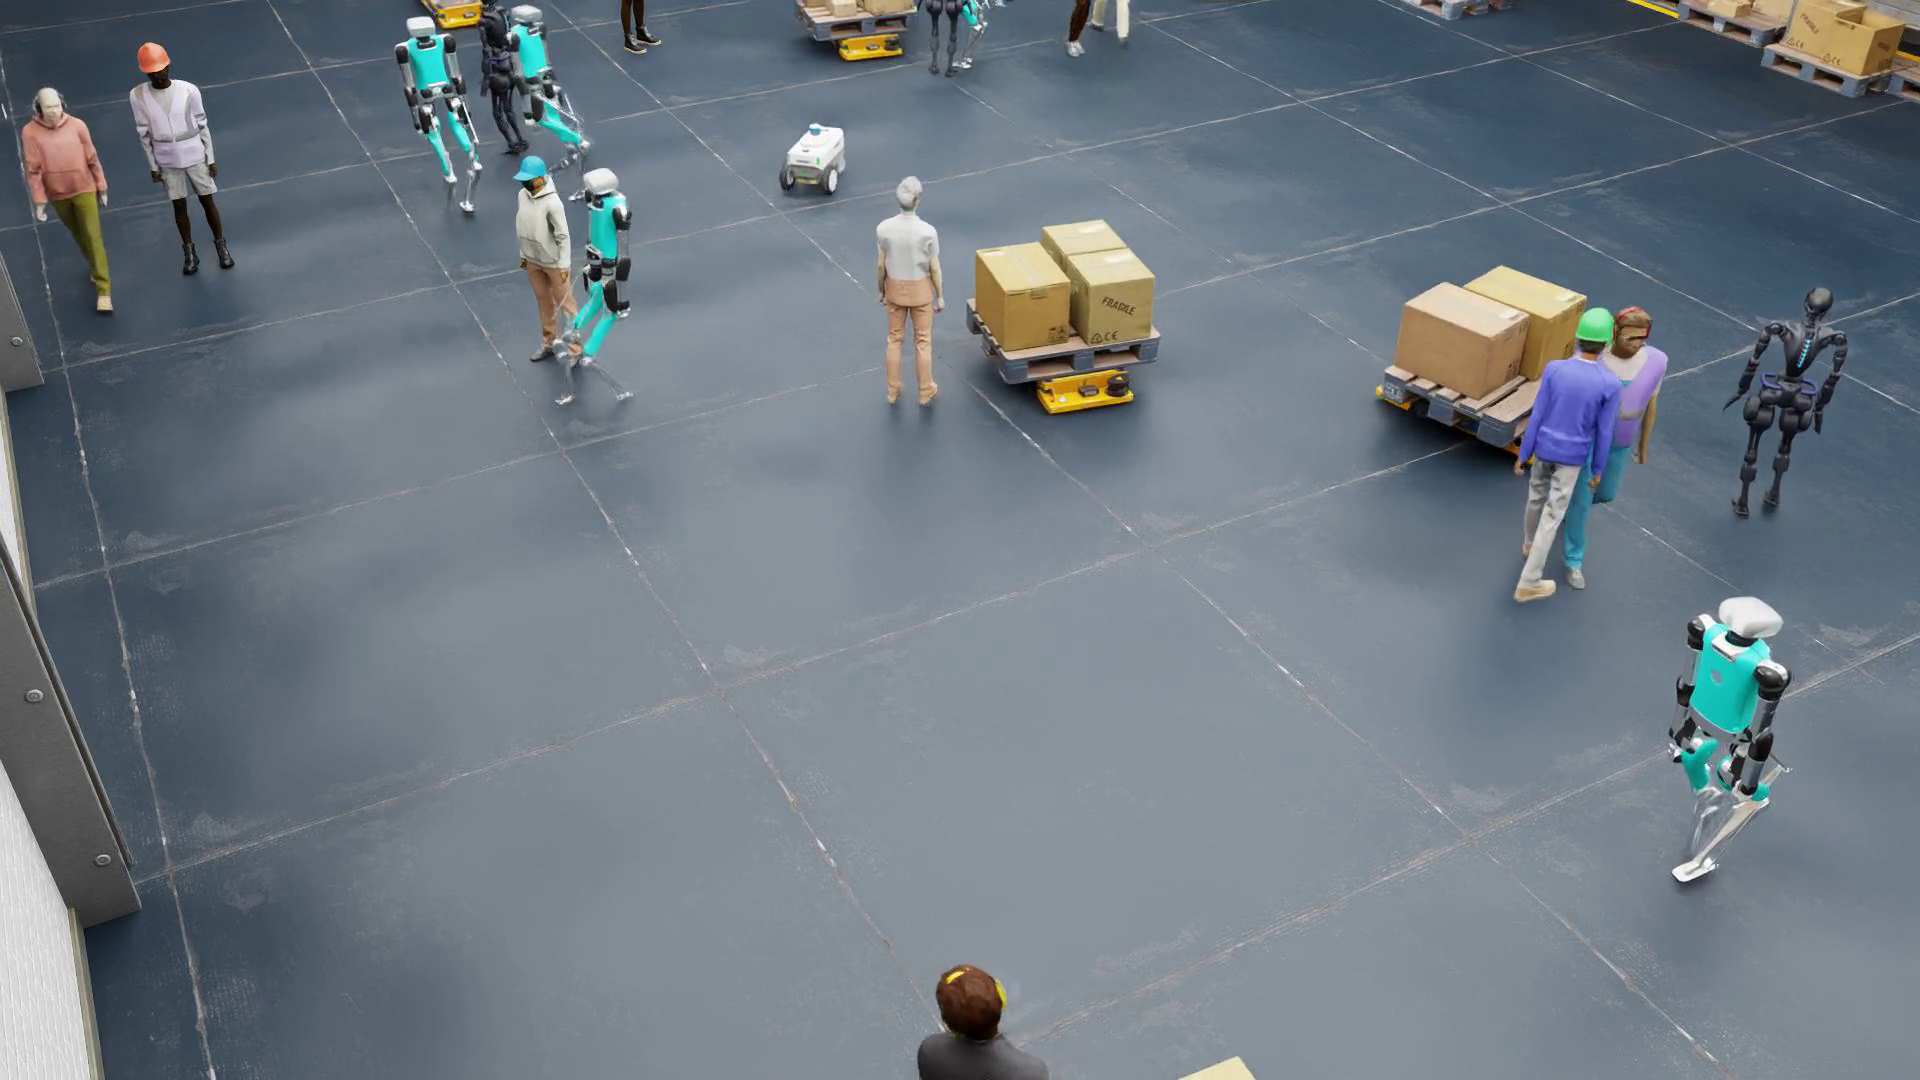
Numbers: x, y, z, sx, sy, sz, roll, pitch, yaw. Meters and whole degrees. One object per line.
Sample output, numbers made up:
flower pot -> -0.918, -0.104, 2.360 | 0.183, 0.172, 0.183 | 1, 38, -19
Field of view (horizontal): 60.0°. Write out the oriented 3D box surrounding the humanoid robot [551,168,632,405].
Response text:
humanoid robot -> -2.722, -1.706, 11.939 | 0.870, 1.819, 0.542 | -24, 41, -30

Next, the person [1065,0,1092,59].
person -> 1.397, -6.260, 18.230 | 0.609, 1.899, 0.579 | -14, 38, -20

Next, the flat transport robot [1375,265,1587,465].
flat transport robot -> 3.813, -0.970, 12.100 | 0.659, 0.231, 1.431 | -28, 44, -34

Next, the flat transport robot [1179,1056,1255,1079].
flat transport robot -> 0.877, 2.931, 6.531 | 0.659, 0.231, 1.431 | -15, 38, -20

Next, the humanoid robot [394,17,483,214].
humanoid robot -> -4.520, -3.620, 14.686 | 0.555, 1.875, 0.719 | -20, 40, -26

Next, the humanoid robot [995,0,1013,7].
humanoid robot -> 0.458, -7.299, 19.853 | 0.673, 1.797, 0.557 | 28, 44, 34

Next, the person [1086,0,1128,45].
person -> 1.716, -6.526, 18.717 | 0.635, 1.795, 0.959 | -7, 36, -10

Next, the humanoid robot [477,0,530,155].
humanoid robot -> -4.398, -4.502, 15.924 | 0.309, 1.657, 0.610 | 9, 36, 12

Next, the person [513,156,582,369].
person -> -3.097, -2.084, 12.464 | 0.462, 1.675, 0.373 | 18, 39, 24

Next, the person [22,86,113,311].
person -> -7.154, -2.791, 13.387 | 0.517, 1.778, 1.019 | -12, 37, -16

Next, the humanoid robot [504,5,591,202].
humanoid robot -> -3.580, -3.878, 14.999 | 1.004, 1.757, 0.560 | 17, 38, 23

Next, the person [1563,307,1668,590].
person -> 3.960, -0.644, 10.282 | 0.569, 1.825, 0.755 | -1, 35, -2

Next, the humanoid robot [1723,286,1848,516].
humanoid robot -> 5.305, -0.903, 10.777 | 0.601, 1.654, 0.341 | 11, 36, 15

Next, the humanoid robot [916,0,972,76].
humanoid robot -> -0.168, -5.837, 17.827 | 0.612, 1.633, 0.424 | 3, 35, 5

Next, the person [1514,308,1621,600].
person -> 3.696, -0.532, 10.148 | 0.489, 1.814, 0.819 | 21, 40, 27

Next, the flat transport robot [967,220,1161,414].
flat transport robot -> 0.761, -1.421, 12.744 | 0.659, 0.231, 1.431 | -10, 36, -14

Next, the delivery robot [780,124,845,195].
delivery robot -> -1.354, -3.587, 15.591 | 0.499, 0.599, 0.784 | 9, 36, 13

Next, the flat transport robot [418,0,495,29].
flat transport robot -> -6.042, -6.441, 19.913 | 0.659, 0.231, 1.431 | -17, 39, -23

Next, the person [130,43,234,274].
person -> -6.448, -3.157, 13.770 | 0.543, 1.938, 0.352 | -13, 37, -17

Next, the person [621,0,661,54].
person -> -3.628, -6.412, 18.393 | 0.361, 1.963, 0.614 | 14, 37, 19

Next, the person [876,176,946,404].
person -> -0.360, -1.783, 11.982 | 0.491, 1.742, 0.339 | 8, 36, 12

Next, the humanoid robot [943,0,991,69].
humanoid robot -> 0.086, -5.981, 17.966 | 0.693, 1.772, 0.536 | 17, 38, 23

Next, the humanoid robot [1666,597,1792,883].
humanoid robot -> 3.762, 1.037, 8.052 | 0.714, 1.902, 0.548 | -15, 38, -20

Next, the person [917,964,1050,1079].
person -> 0.169, 2.283, 6.084 | 0.772, 1.853, 0.343 | 13, 37, 18

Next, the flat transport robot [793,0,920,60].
flat transport robot -> -1.187, -5.809, 19.010 | 0.659, 0.231, 1.431 | -11, 37, -16
